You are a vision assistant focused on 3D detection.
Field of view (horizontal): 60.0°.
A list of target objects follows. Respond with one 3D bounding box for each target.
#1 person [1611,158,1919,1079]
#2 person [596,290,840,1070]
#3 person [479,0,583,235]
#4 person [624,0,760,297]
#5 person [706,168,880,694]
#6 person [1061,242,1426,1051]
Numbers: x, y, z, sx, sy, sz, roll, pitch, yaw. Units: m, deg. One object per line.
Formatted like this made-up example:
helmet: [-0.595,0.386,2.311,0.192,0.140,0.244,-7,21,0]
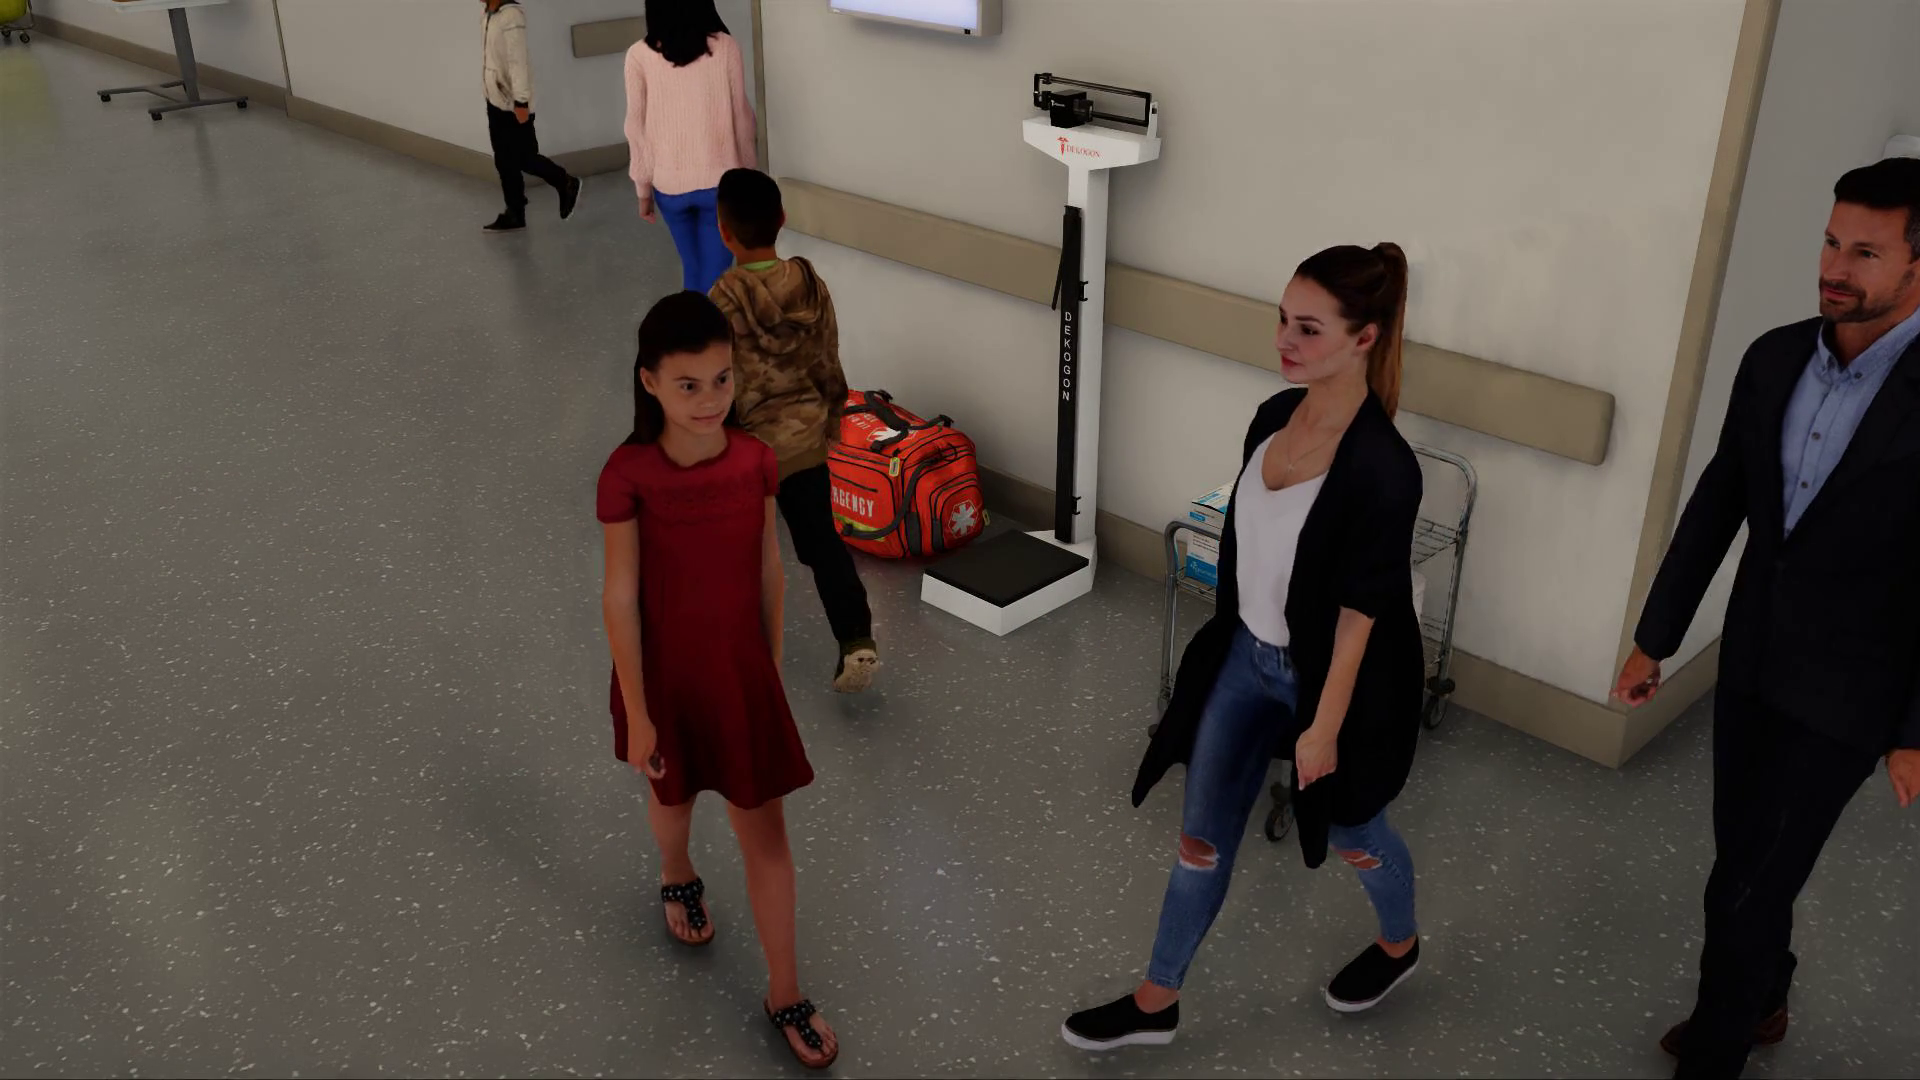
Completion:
person: [1.586,0.235,3.003,0.892,1.848,0.883,-10,27,-19]
person: [-0.551,0.244,3.354,0.749,1.526,1.026,-12,28,-24]
person: [-2.320,-2.340,8.812,0.693,1.441,0.749,-19,32,-35]
person: [-0.992,-1.260,6.241,1.180,1.729,1.171,3,26,5]
person: [-0.465,-0.246,4.484,0.713,1.427,1.017,-15,30,-29]
person: [0.736,0.270,3.164,0.892,1.645,1.053,-13,28,-24]
